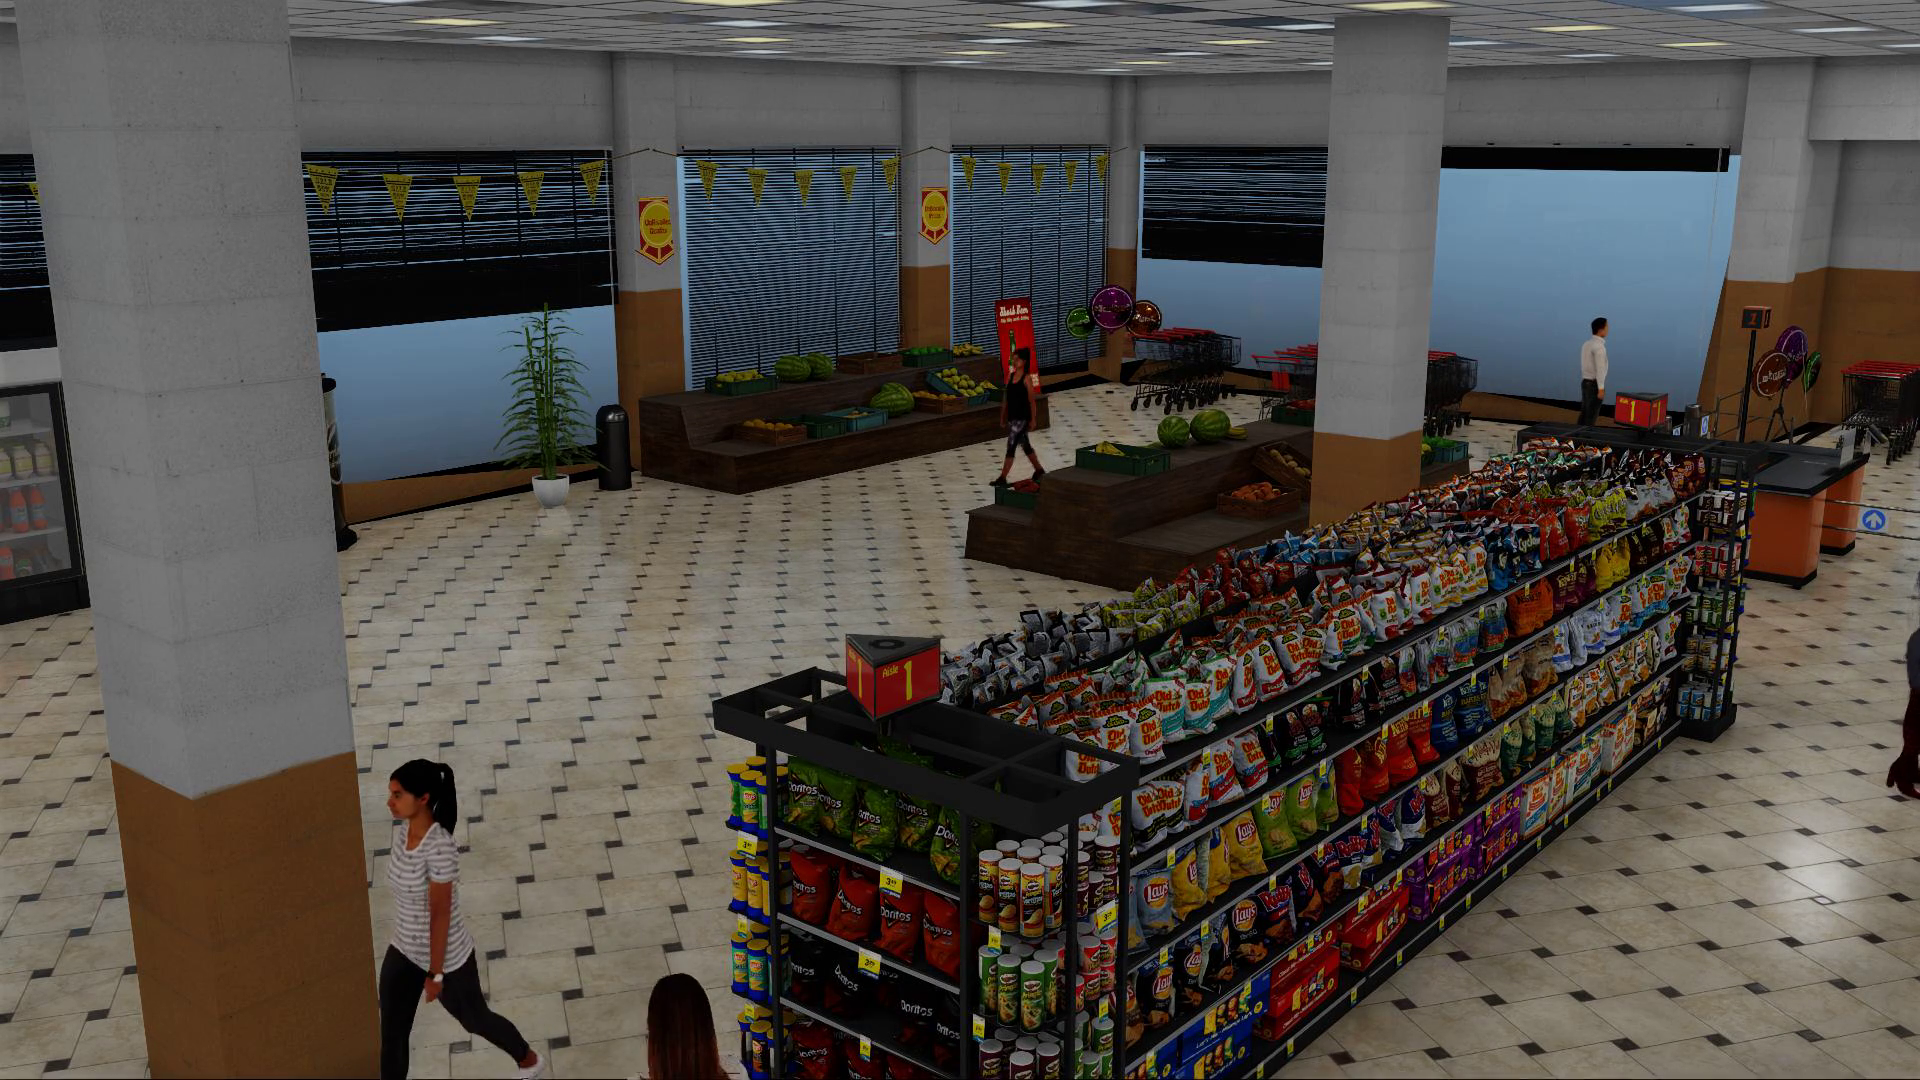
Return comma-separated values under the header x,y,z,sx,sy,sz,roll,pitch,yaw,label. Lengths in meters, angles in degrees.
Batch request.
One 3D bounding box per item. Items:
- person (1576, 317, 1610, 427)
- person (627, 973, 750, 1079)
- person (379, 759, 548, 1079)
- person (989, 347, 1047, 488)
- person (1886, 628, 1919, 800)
x,y,z,sx,sy,sz,roll,pitch,yaw,label
8.102,-1.950,21.324,0.792,1.809,0.710,0,14,-1,person
-0.766,2.117,4.872,1.042,1.660,0.964,-6,15,-24,person
-2.066,1.675,6.811,1.116,1.604,0.651,-13,19,-43,person
0.756,-1.422,19.556,1.154,1.616,0.747,-11,17,-38,person
6.085,0.753,10.433,0.831,1.690,0.710,-1,14,-4,person
